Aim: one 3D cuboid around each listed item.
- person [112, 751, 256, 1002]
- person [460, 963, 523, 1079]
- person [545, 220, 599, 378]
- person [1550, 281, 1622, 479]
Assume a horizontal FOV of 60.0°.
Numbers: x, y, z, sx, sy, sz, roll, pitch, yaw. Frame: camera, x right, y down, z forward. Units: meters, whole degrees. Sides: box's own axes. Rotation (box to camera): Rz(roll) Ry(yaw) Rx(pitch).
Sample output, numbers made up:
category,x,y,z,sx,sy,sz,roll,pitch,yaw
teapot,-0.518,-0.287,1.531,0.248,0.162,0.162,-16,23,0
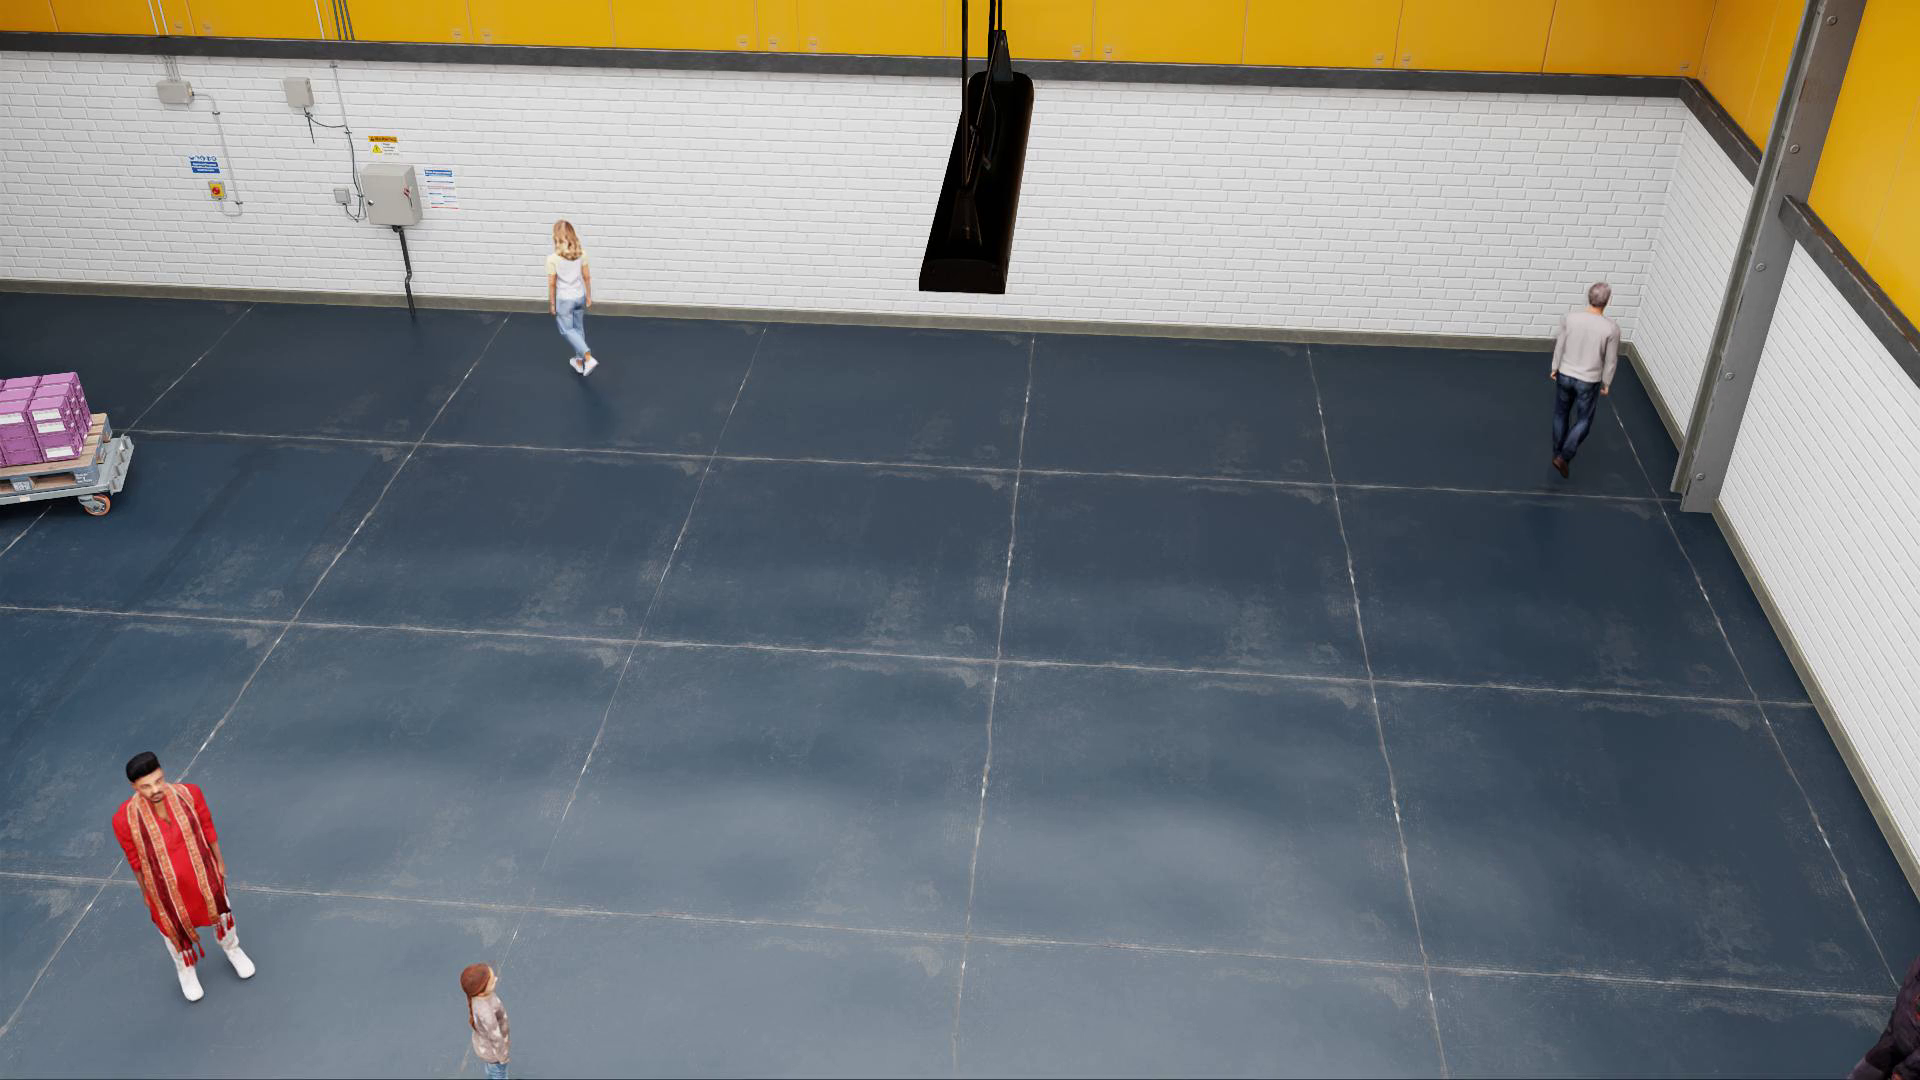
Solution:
category,x,y,z,sx,sy,sz,roll,pitch,yaw
person,-4.836,2.030,10.261,0.770,1.879,0.818,-23,40,-30
person,-2.709,2.878,9.602,0.616,1.194,0.539,-19,38,-26
person,-3.973,-2.438,17.137,0.936,1.708,0.993,-25,41,-33
person,5.775,-1.486,15.533,1.040,1.897,1.148,23,40,30
